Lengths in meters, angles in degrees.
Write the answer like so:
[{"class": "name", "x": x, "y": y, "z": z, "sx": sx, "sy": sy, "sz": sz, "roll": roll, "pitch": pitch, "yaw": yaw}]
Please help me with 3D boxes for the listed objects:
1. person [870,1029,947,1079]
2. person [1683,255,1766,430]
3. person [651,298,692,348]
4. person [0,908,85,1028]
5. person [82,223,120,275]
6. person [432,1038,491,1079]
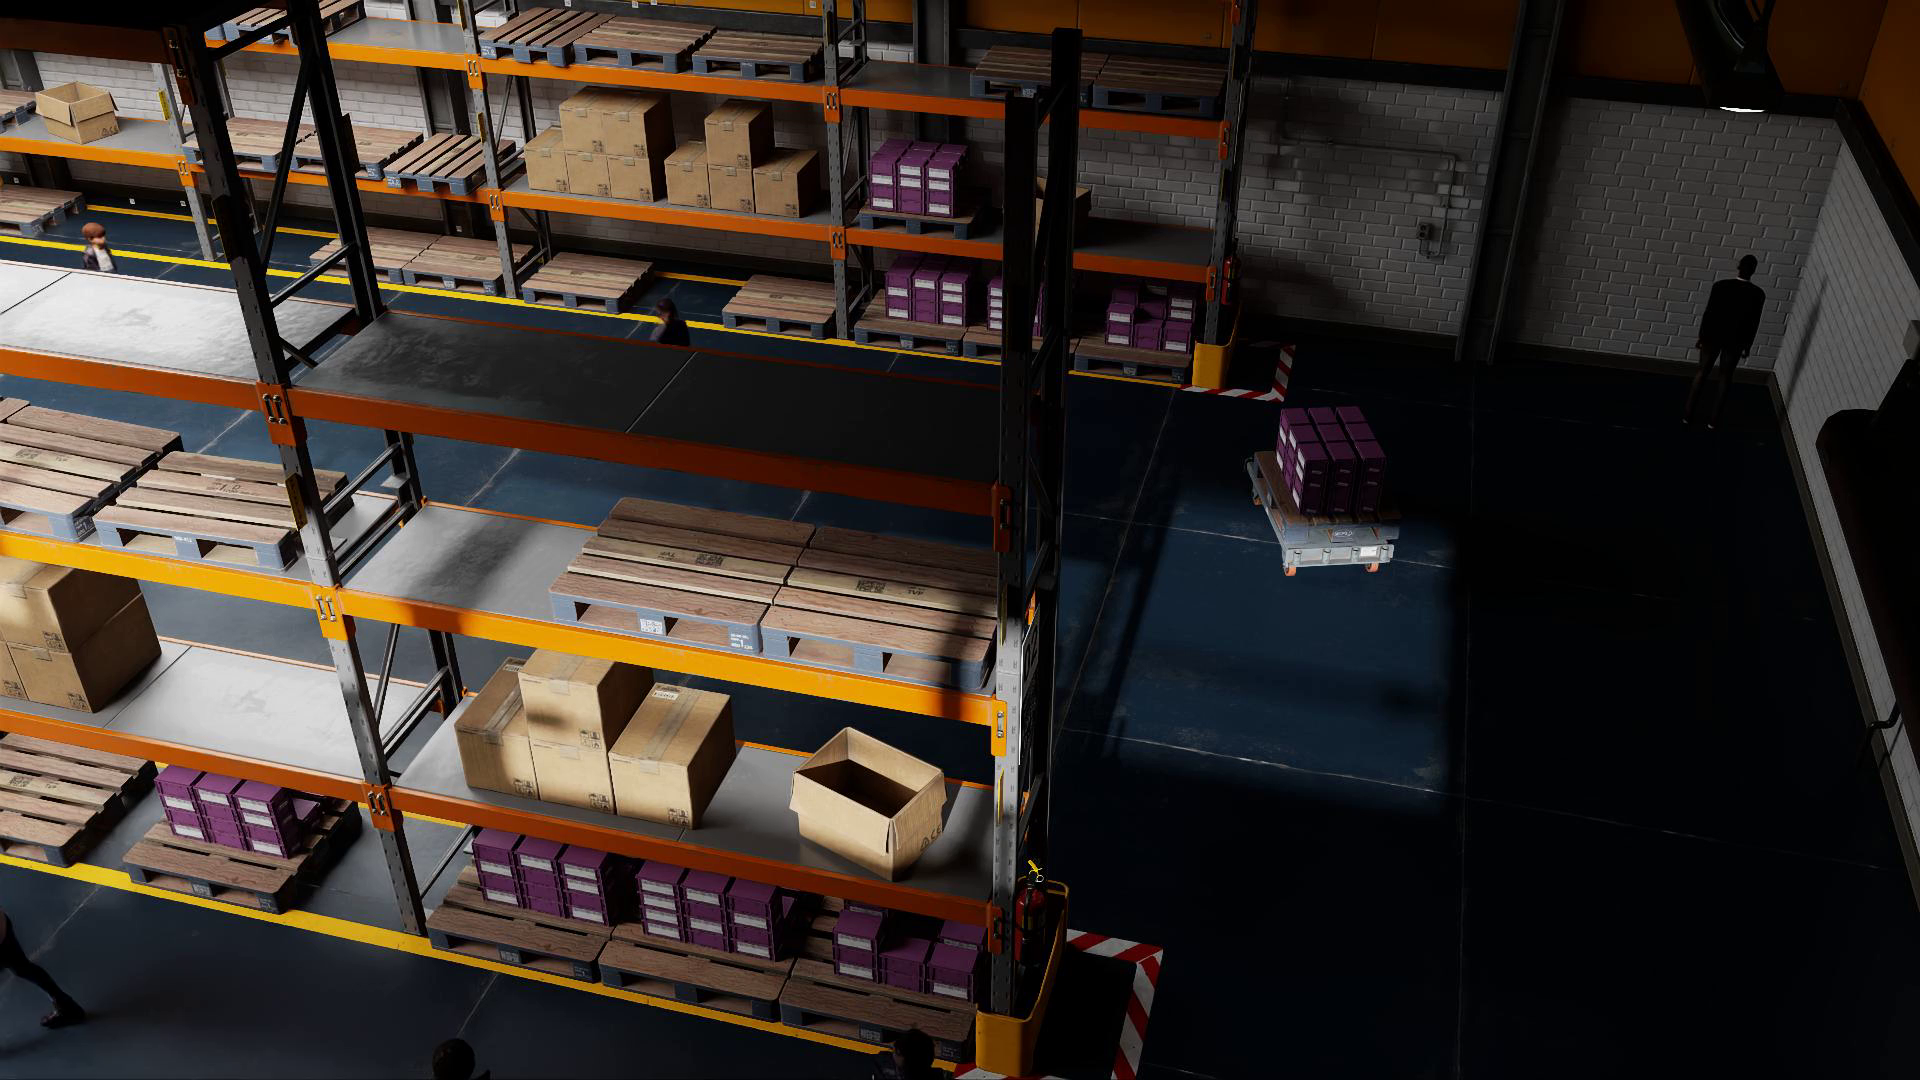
[{"class": "person", "x": -0.271, "y": 3.167, "z": 8.492, "sx": 1.069, "sy": 1.841, "sz": 1.020, "roll": -23, "pitch": 40, "yaw": -31}, {"class": "person", "x": 7.450, "y": -1.935, "z": 16.205, "sx": 0.576, "sy": 1.801, "sz": 0.760, "roll": 16, "pitch": 37, "yaw": 22}, {"class": "person", "x": -2.700, "y": -1.492, "z": 15.588, "sx": 0.771, "sy": 1.747, "sz": 0.797, "roll": 8, "pitch": 35, "yaw": 12}, {"class": "person", "x": -5.682, "y": 2.349, "z": 9.864, "sx": 1.124, "sy": 1.685, "sz": 0.982, "roll": -11, "pitch": 35, "yaw": -16}, {"class": "person", "x": -9.093, "y": -2.674, "z": 17.646, "sx": 0.782, "sy": 1.437, "sz": 0.537, "roll": 9, "pitch": 35, "yaw": 13}, {"class": "person", "x": -2.526, "y": 3.205, "z": 8.601, "sx": 0.591, "sy": 1.659, "sz": 0.652, "roll": 26, "pitch": 41, "yaw": 33}]
